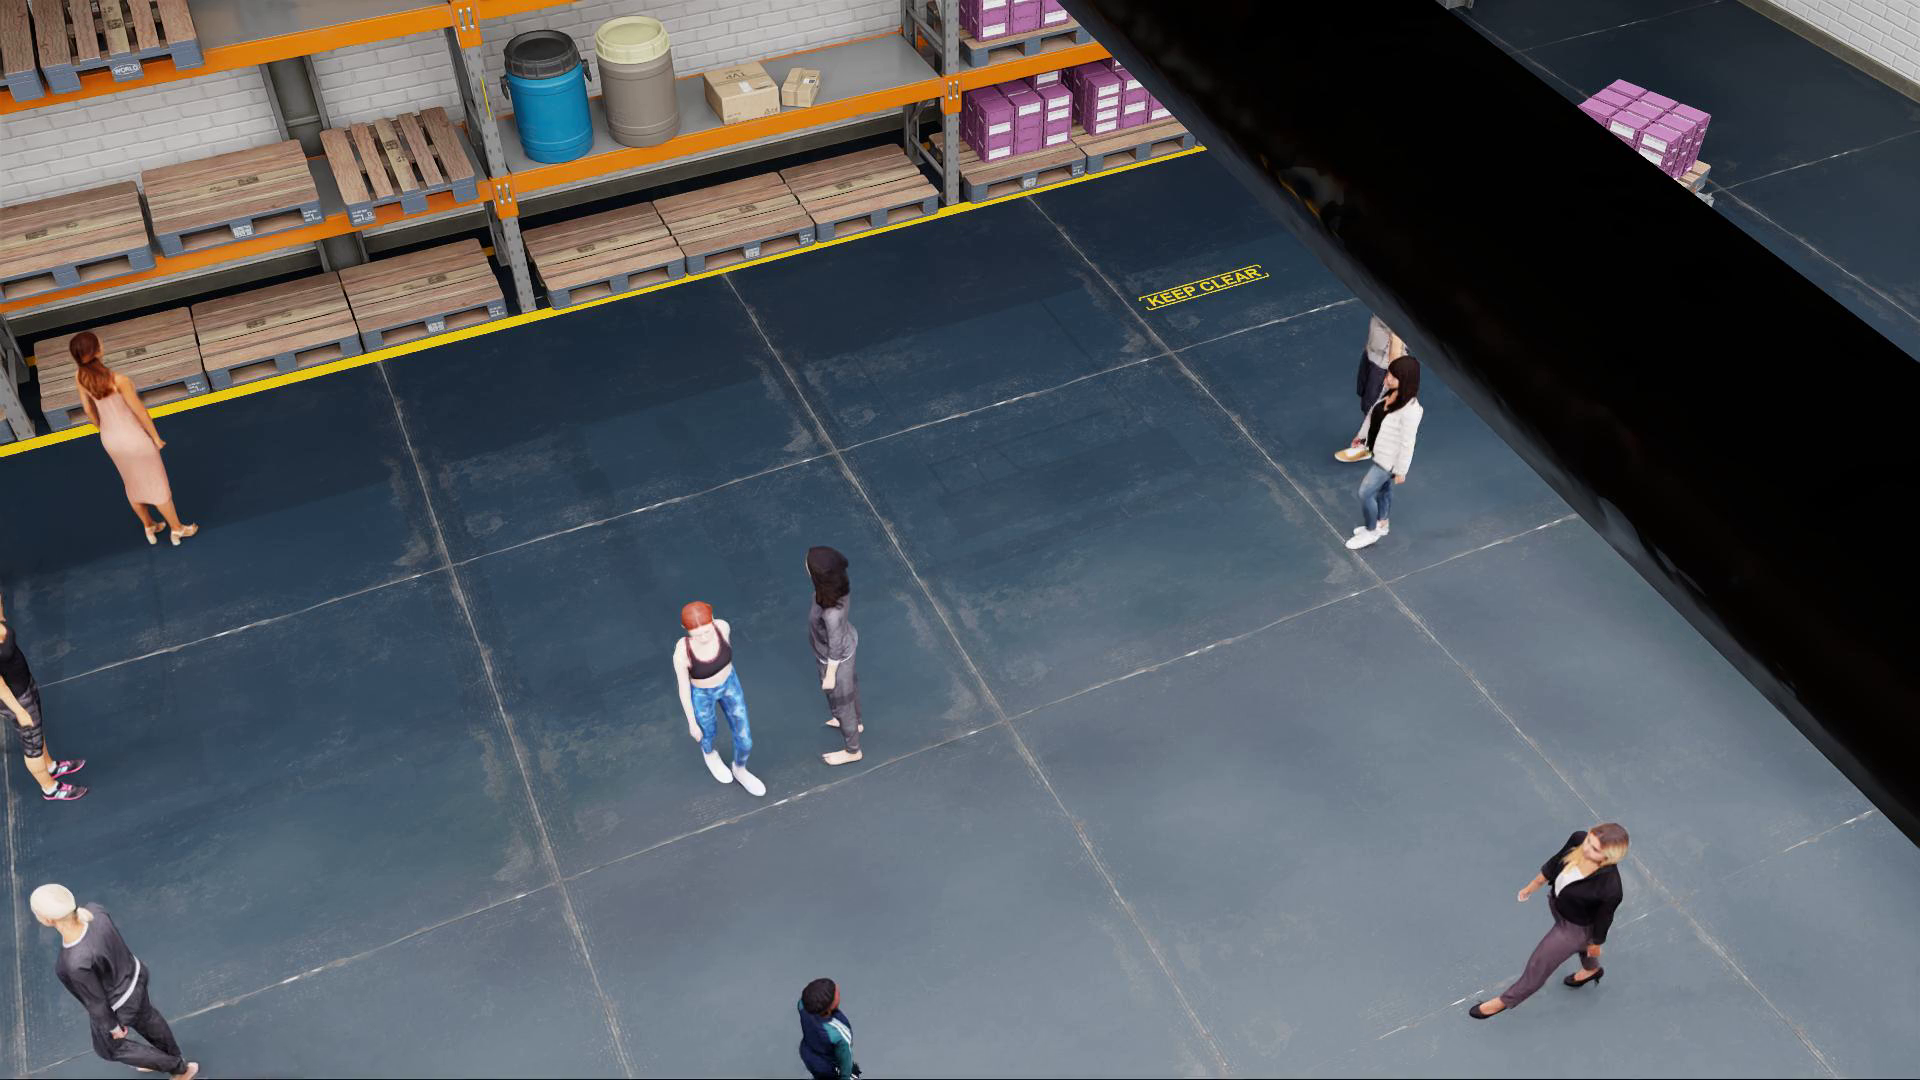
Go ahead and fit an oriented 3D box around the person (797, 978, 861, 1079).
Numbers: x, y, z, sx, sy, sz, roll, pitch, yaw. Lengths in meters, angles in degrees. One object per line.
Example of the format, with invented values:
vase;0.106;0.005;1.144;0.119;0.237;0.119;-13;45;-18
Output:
person;-0.728;2.655;8.511;0.608;1.250;0.677;32;52;29

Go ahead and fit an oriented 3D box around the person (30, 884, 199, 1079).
person;-4.262;2.302;8.547;0.764;1.712;0.728;-3;44;-3

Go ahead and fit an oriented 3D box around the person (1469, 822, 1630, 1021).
person;3.353;2.019;8.911;1.116;1.620;0.821;-5;44;-5

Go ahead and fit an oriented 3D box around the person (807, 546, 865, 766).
person;-0.750;0.699;10.193;0.671;1.762;0.675;2;44;2

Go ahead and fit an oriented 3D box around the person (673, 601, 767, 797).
person;-1.503;0.917;9.973;0.737;1.750;0.718;-30;51;-28

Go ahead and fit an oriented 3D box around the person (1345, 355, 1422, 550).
person;3.077;-0.634;11.691;0.713;1.627;0.706;-4;44;-4

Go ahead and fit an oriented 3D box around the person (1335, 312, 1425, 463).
person;3.213;-1.357;12.273;1.002;1.870;0.789;-8;44;-8

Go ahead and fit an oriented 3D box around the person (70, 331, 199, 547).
person;-5.811;-0.694;11.605;0.629;1.832;0.727;7;44;7

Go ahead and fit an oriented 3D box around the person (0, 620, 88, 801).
person;-5.707;0.908;10.000;0.529;1.726;0.575;-16;46;-16
